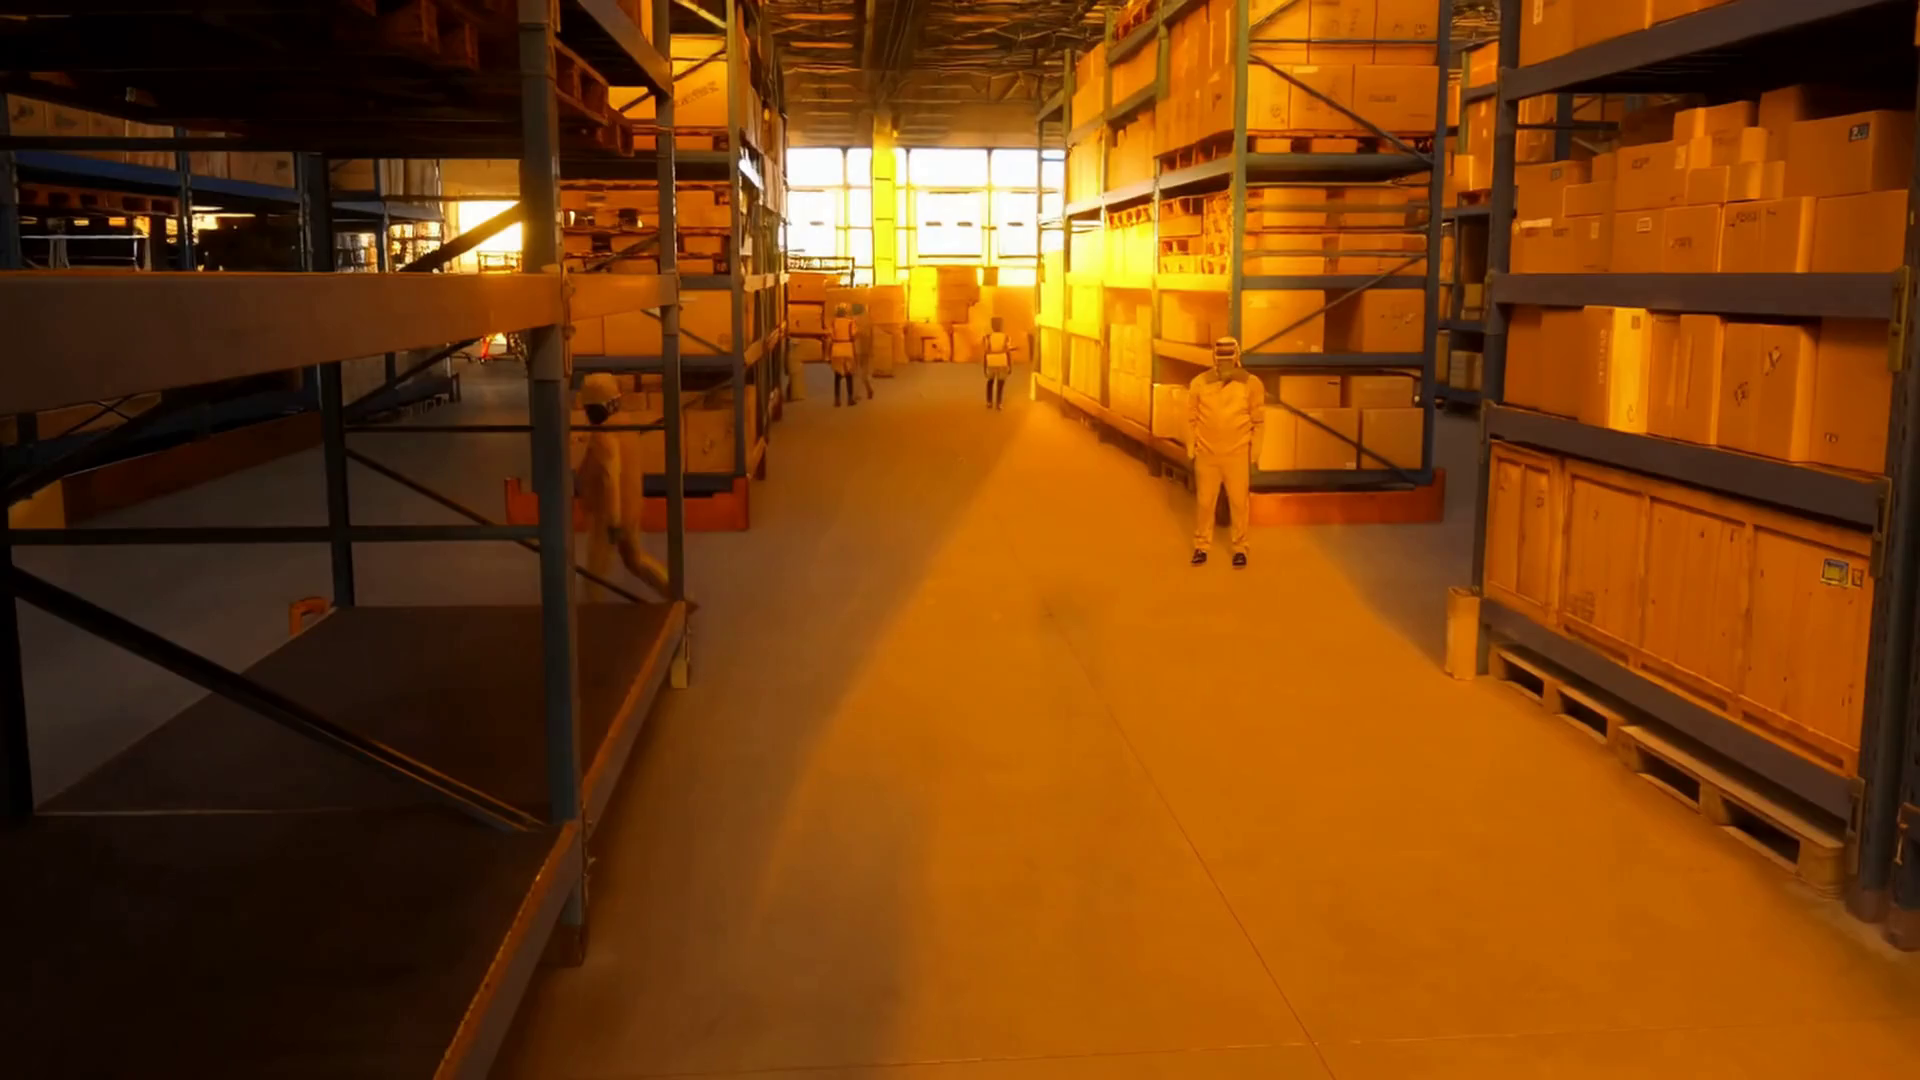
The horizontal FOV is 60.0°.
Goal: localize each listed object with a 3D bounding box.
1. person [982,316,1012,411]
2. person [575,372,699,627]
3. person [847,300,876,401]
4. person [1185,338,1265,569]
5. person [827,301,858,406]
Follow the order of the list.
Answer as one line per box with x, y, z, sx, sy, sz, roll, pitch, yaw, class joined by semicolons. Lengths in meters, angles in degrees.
0.652;-3.120;29.505;0.540;1.678;0.578;0;9;0;person
-2.174;-0.213;10.900;0.841;1.793;0.593;0;9;2;person
-1.907;-3.604;31.747;0.650;1.926;0.502;-5;10;-26;person
2.162;-0.710;13.677;0.645;1.898;0.397;4;10;23;person
-2.155;-3.416;30.534;0.551;1.935;0.375;0;9;-2;person
